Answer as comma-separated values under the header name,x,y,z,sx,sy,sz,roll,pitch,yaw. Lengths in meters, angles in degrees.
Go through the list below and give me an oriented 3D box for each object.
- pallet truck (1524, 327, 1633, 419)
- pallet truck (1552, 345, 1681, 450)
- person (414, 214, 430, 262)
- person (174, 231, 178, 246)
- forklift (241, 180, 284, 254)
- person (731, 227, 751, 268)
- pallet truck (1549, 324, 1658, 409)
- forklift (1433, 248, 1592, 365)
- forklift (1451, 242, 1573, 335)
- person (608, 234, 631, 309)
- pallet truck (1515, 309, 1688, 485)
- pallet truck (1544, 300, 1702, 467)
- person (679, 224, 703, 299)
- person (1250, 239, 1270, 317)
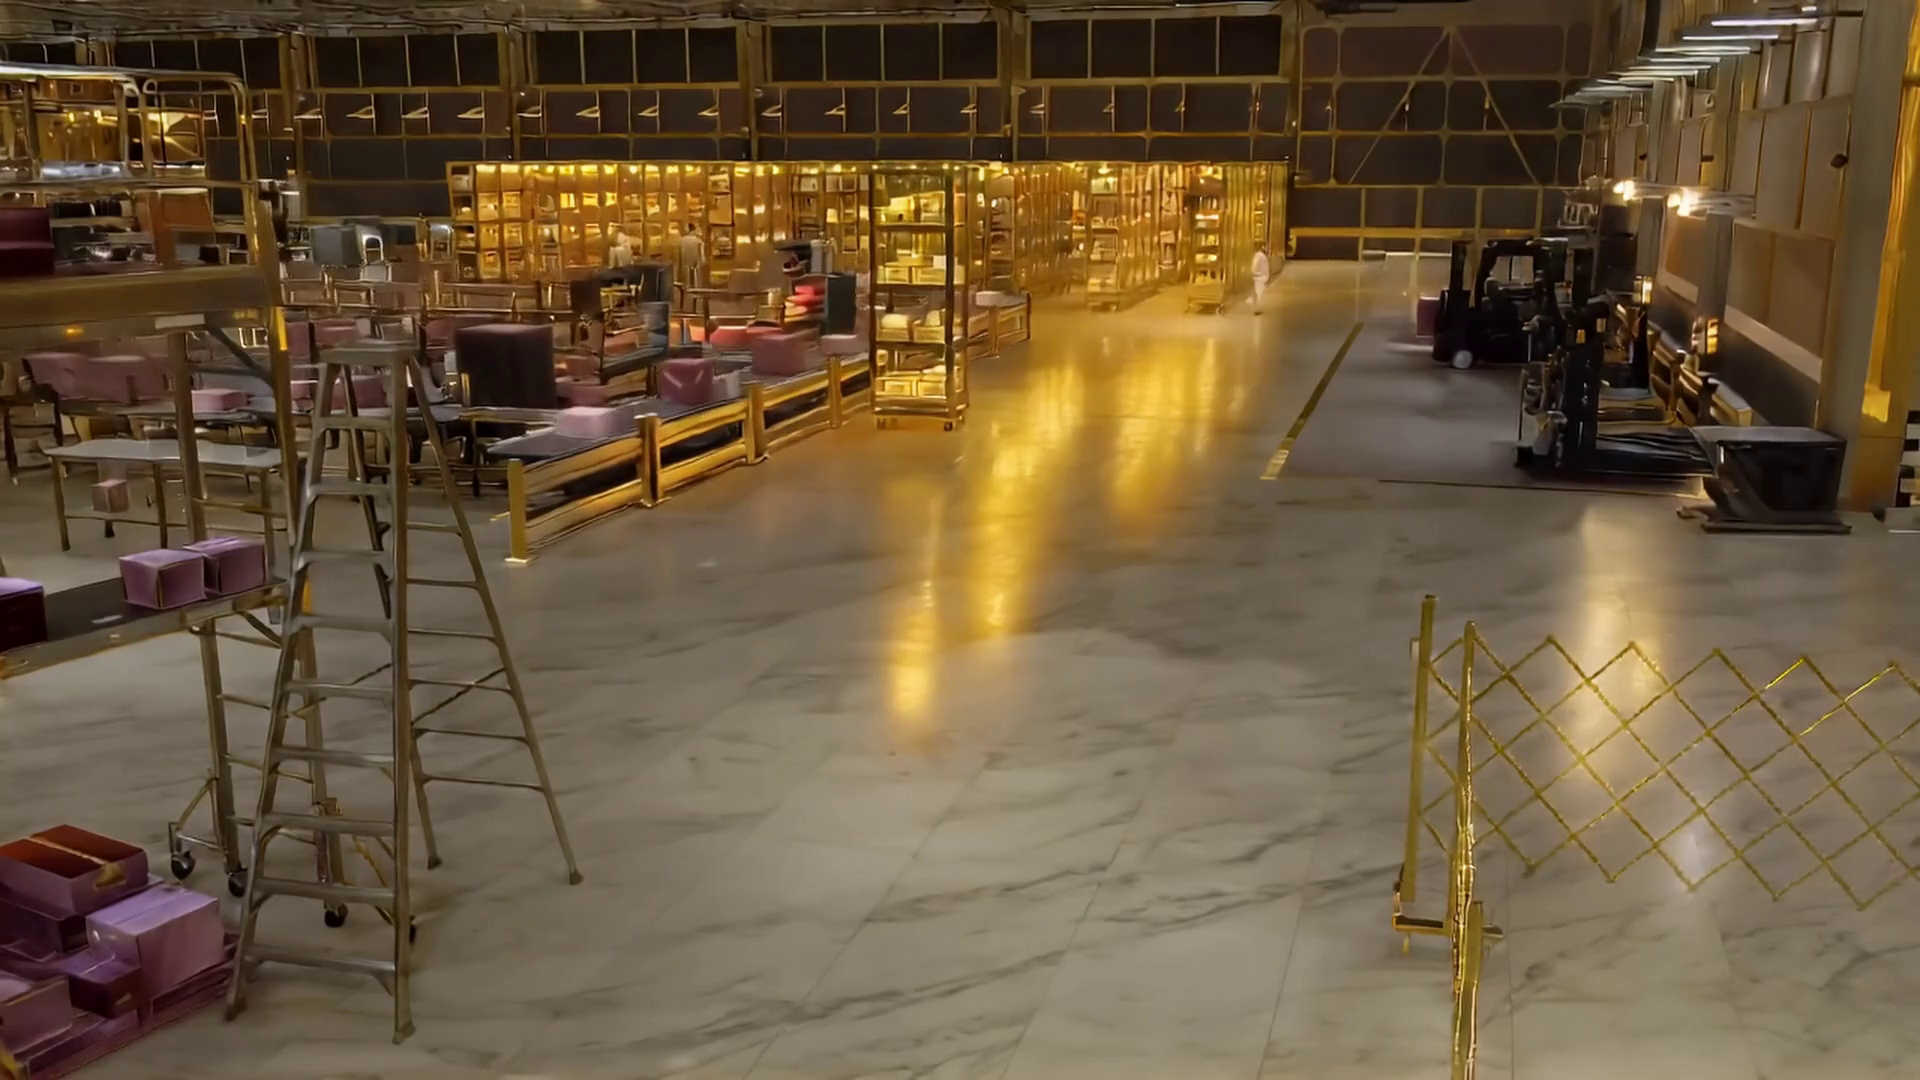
name,x,y,z,sx,sy,sz,roll,pitch,yaw
pallet truck,9.065,-2.460,24.370,1.522,1.261,0.704,3,13,14
pallet truck,8.641,-1.896,21.908,1.630,1.274,0.653,4,14,16
person,-19.138,-10.743,59.203,0.495,1.730,0.387,-6,14,-23
person,-24.521,-9.049,51.433,0.610,1.936,0.414,-6,15,-26
forklift,-26.783,-12.518,64.346,1.873,2.768,1.129,4,14,16
person,-6.077,-7.740,46.018,0.600,1.812,0.866,3,13,12
pallet truck,9.824,-2.669,25.407,1.601,1.201,0.680,4,14,16
forklift,9.780,-4.111,29.280,2.680,1.987,1.157,3,13,14
forklift,10.464,-4.597,31.405,2.680,1.987,1.157,4,14,16
person,-8.154,-6.422,40.129,0.407,1.913,0.641,9,16,35
pallet truck,7.554,-1.677,19.446,1.885,1.965,0.823,3,13,14
pallet truck,8.263,-1.952,20.631,1.885,1.965,0.823,5,14,20
person,-7.101,-7.338,43.901,0.612,1.995,0.379,-3,13,-11
person,7.146,-6.186,39.318,0.529,1.811,0.617,-5,14,-19
